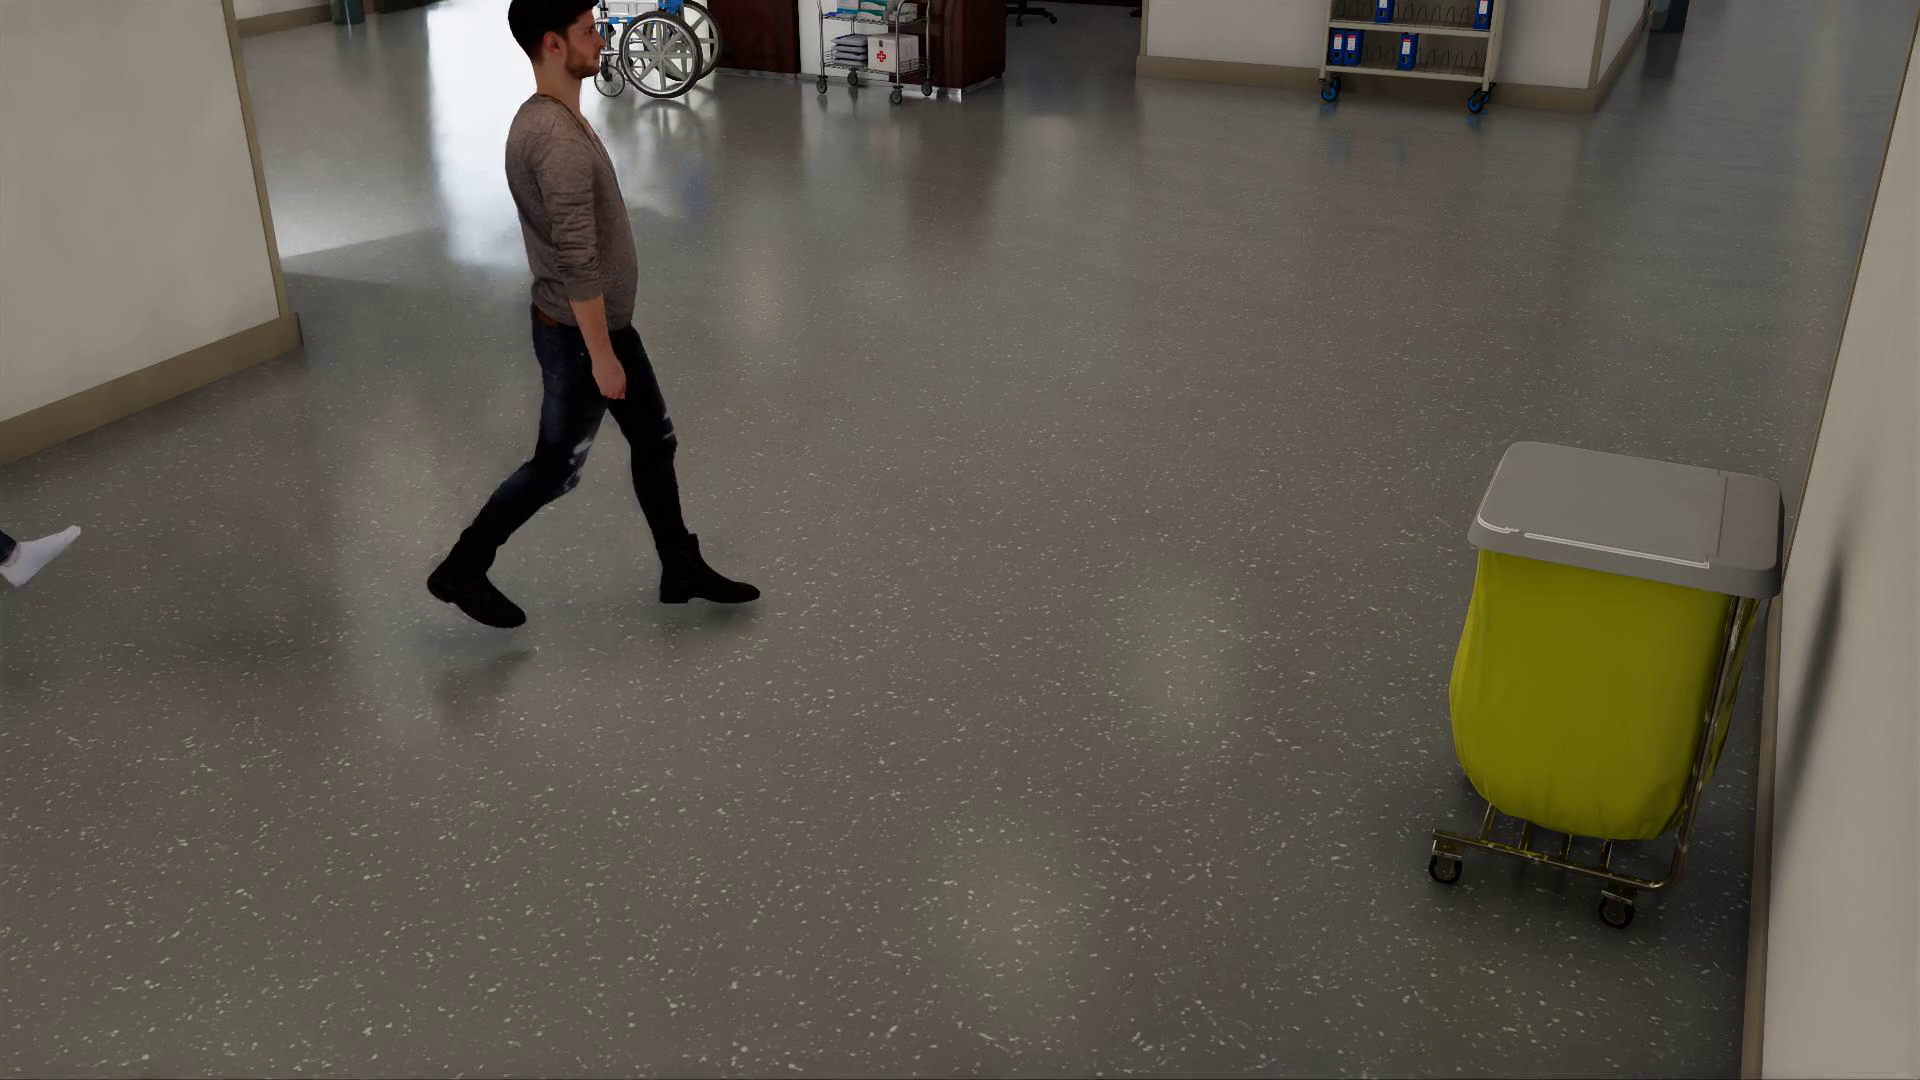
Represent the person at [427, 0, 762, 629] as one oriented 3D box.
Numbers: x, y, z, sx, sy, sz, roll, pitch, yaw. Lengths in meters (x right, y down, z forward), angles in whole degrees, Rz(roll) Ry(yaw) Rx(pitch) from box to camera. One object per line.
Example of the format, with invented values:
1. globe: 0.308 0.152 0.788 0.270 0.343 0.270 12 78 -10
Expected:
1. person: -1.167 -0.575 4.729 1.318 1.871 1.118 -3 26 -7
